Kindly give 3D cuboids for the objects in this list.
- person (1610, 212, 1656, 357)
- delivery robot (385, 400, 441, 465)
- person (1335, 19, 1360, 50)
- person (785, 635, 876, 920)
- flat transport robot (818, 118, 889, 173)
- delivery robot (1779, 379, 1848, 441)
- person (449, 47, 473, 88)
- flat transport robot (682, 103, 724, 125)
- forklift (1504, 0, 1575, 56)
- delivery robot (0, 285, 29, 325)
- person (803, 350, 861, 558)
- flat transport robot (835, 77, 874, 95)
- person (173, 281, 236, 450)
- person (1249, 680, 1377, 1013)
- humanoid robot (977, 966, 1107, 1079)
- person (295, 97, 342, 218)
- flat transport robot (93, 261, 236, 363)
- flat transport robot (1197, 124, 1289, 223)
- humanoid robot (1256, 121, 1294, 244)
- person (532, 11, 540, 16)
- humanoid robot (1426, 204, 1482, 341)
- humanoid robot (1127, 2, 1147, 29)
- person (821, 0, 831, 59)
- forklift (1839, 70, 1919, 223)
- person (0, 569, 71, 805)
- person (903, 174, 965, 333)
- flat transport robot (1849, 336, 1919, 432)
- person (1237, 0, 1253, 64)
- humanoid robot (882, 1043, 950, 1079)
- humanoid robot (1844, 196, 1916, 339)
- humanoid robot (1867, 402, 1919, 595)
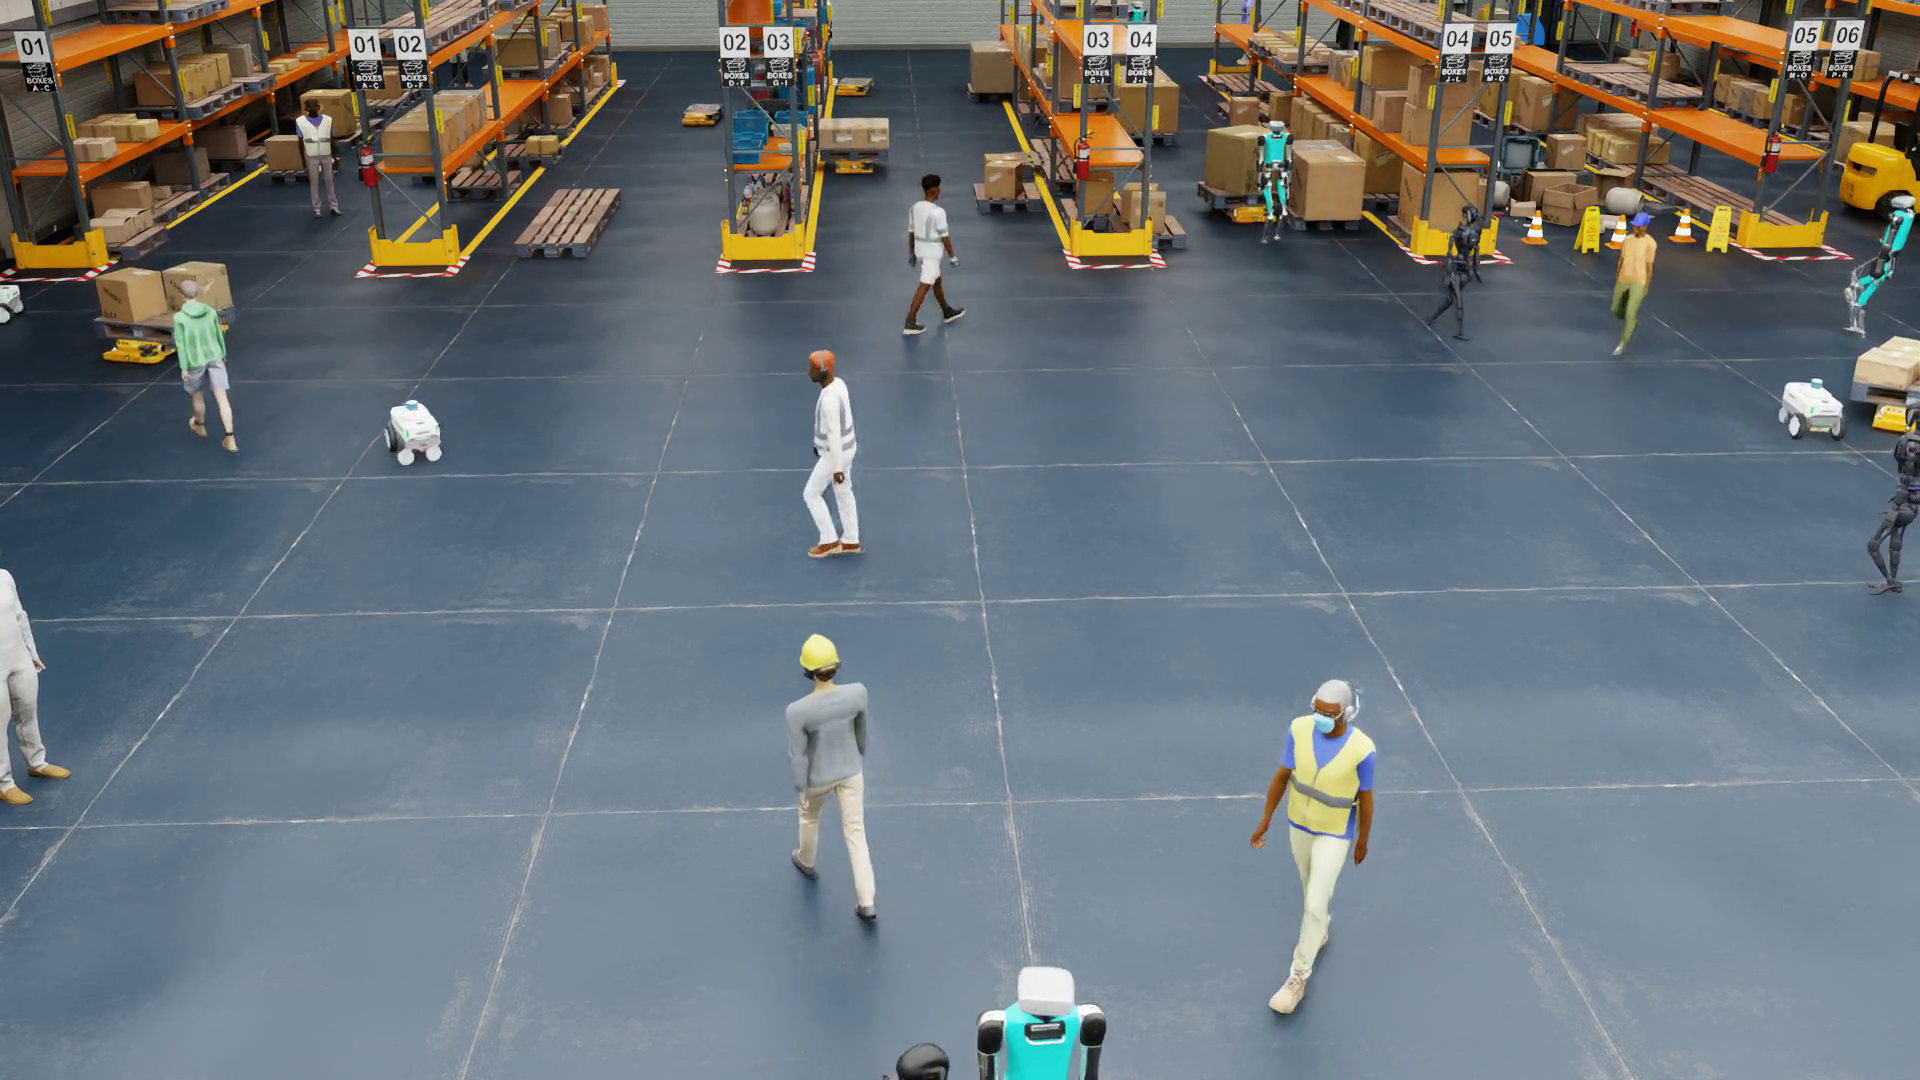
[{"bbox_3d":[7.907,-3.018,19.497,0.537,1.701,0.445,-18,30,-35],"label":"person"},{"bbox_3d":[-5.445,-1.100,16.608,0.507,0.608,0.779,-13,27,-27],"label":"delivery robot"},{"bbox_3d":[8.941,-11.527,38.449,0.554,1.826,0.799,-1,24,-2],"label":"person"},{"bbox_3d":[-0.741,1.350,9.648,0.523,1.720,0.900,-10,26,-21],"label":"person"},{"bbox_3d":[-1.876,-6.759,29.660,0.659,0.231,1.431,-1,24,-2],"label":"flat transport robot"},{"bbox_3d":[8.797,-1.359,17.170,0.499,0.591,0.781,1,24,2],"label":"delivery robot"},{"bbox_3d":[-11.362,-11.087,37.626,0.534,1.698,0.318,2,24,4],"label":"person"},{"bbox_3d":[-5.260,-8.725,34.077,0.659,0.231,1.431,0,24,1],"label":"flat transport robot"},{"bbox_3d":[14.700,-13.805,42.301,1.873,2.768,1.129,-1,24,-2],"label":"forklift"},{"bbox_3d":[-12.196,-3.007,20.869,0.785,0.587,0.499,-2,24,-4],"label":"delivery robot"},{"bbox_3d":[-1.129,-0.726,14.137,0.591,1.863,0.590,3,24,7],"label":"person"},{"bbox_3d":[-2.366,-10.190,37.370,0.659,0.231,1.431,2,24,5],"label":"flat transport robot"},{"bbox_3d":[-7.607,-1.780,16.715,0.502,1.685,0.929,-20,31,-37],"label":"person"},{"bbox_3d":[1.863,1.604,8.923,0.545,1.855,0.931,19,30,36],"label":"person"},{"bbox_3d":[0.346,2.655,6.778,0.542,1.861,0.659,-3,24,-7],"label":"humanoid robot"},{"bbox_3d":[-10.015,-5.985,25.981,0.566,1.846,0.390,-17,29,-33],"label":"person"},{"bbox_3d":[-9.496,-2.423,19.917,0.659,0.231,1.431,6,25,12],"label":"flat transport robot"},{"bbox_3d":[4.466,-5.279,26.333,0.659,0.231,1.431,-4,24,-8],"label":"flat transport robot"},{"bbox_3d":[4.618,-5.178,24.245,0.546,1.758,0.682,-2,24,-4],"label":"humanoid robot"},{"bbox_3d":[-10.472,-12.624,40.878,0.378,1.863,0.505,-4,24,-9],"label":"person"},{"bbox_3d":[6.041,-3.289,20.225,0.596,1.643,0.806,-15,28,-30],"label":"humanoid robot"},{"bbox_3d":[3.987,-11.842,39.326,0.541,1.748,1.043,-17,29,-33],"label":"humanoid robot"},{"bbox_3d":[-3.457,-12.980,41.803,0.374,1.749,0.553,-9,26,-20],"label":"person"},{"bbox_3d":[15.132,-6.143,25.915,2.313,2.155,1.214,-1,24,-2],"label":"forklift"},{"bbox_3d":[-6.160,0.806,10.672,0.378,1.888,0.564,8,25,16],"label":"person"},{"bbox_3d":[-0.338,-3.514,20.356,1.020,1.913,0.607,-15,28,-30],"label":"person"},{"bbox_3d":[10.142,-1.430,17.685,0.659,0.231,1.431,13,27,27],"label":"flat transport robot"},{"bbox_3d":[7.093,-12.685,41.095,0.379,1.798,0.598,3,24,6],"label":"person"},{"bbox_3d":[-0.219,2.695,6.687,0.341,1.645,0.608,-18,30,-35],"label":"humanoid robot"},{"bbox_3d":[10.961,-3.281,20.086,0.766,1.813,0.538,22,32,40],"label":"humanoid robot"},{"bbox_3d":[7.651,-0.339,13.499,0.335,1.643,0.608,15,28,30],"label":"humanoid robot"}]
